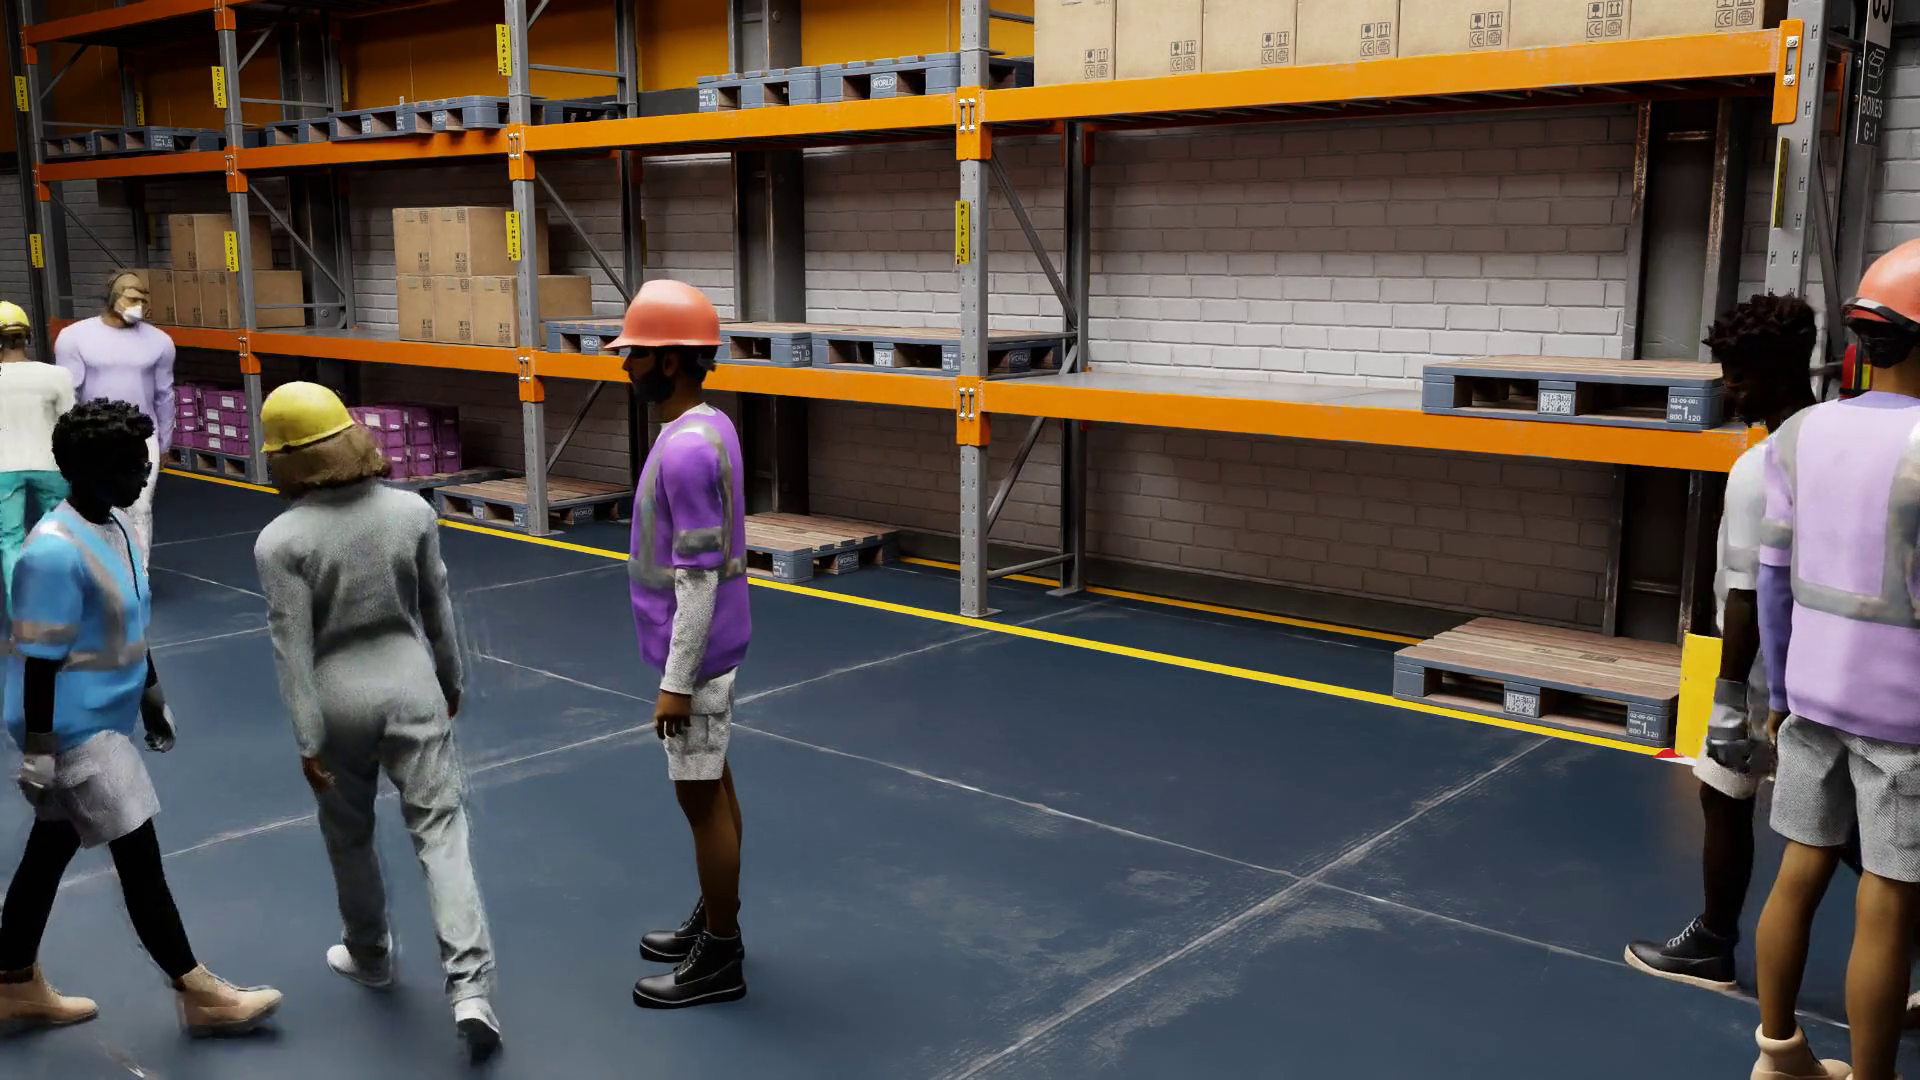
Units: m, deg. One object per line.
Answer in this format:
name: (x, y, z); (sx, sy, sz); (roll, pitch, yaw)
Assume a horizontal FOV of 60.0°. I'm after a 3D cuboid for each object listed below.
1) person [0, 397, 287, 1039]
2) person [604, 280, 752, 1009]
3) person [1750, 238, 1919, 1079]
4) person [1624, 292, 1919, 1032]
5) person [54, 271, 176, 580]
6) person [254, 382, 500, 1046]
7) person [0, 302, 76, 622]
person: (-2.133, 0.469, 4.203); (0.835, 1.647, 0.532); (-3, 10, -15)
person: (-0.742, 0.284, 4.455); (0.360, 1.939, 0.543); (-1, 10, -4)
person: (2.048, 0.363, 3.704); (0.387, 2.045, 0.605); (-3, 10, -16)
person: (2.198, 0.332, 4.266); (0.644, 1.921, 0.833); (-8, 13, -39)
person: (-4.790, -0.578, 9.481); (0.647, 1.903, 0.884); (-6, 12, -33)
person: (-1.482, 0.439, 4.254); (0.539, 1.687, 0.852); (-7, 12, -36)
person: (-4.886, -0.353, 8.690); (0.536, 1.755, 0.524); (-7, 12, -34)
